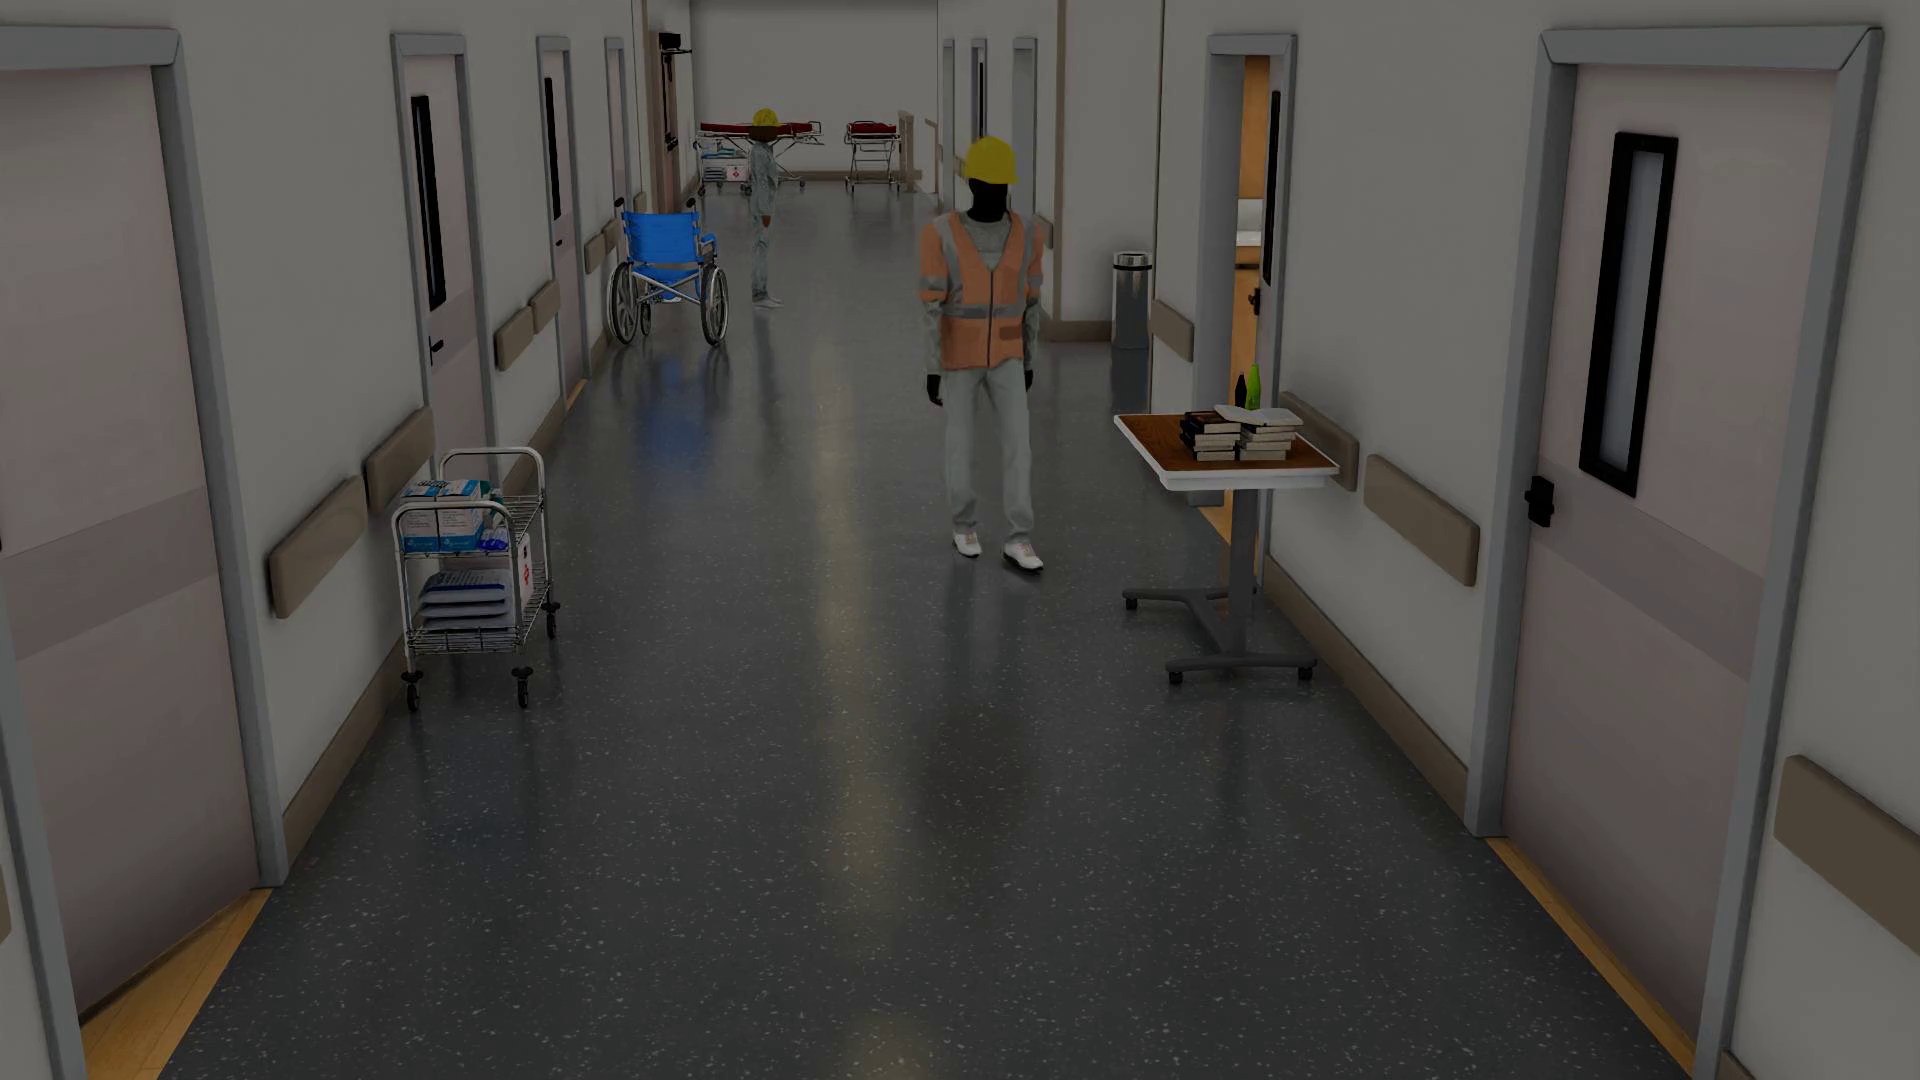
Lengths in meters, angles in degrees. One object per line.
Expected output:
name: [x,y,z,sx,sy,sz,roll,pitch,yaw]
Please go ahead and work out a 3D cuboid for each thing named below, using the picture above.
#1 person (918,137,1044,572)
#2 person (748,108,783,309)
person: [0.127,-0.796,7.344,0.600,1.901,0.781,-4,17,-14]
person: [-1.719,-2.936,14.773,0.321,1.742,0.492,-2,17,-7]
